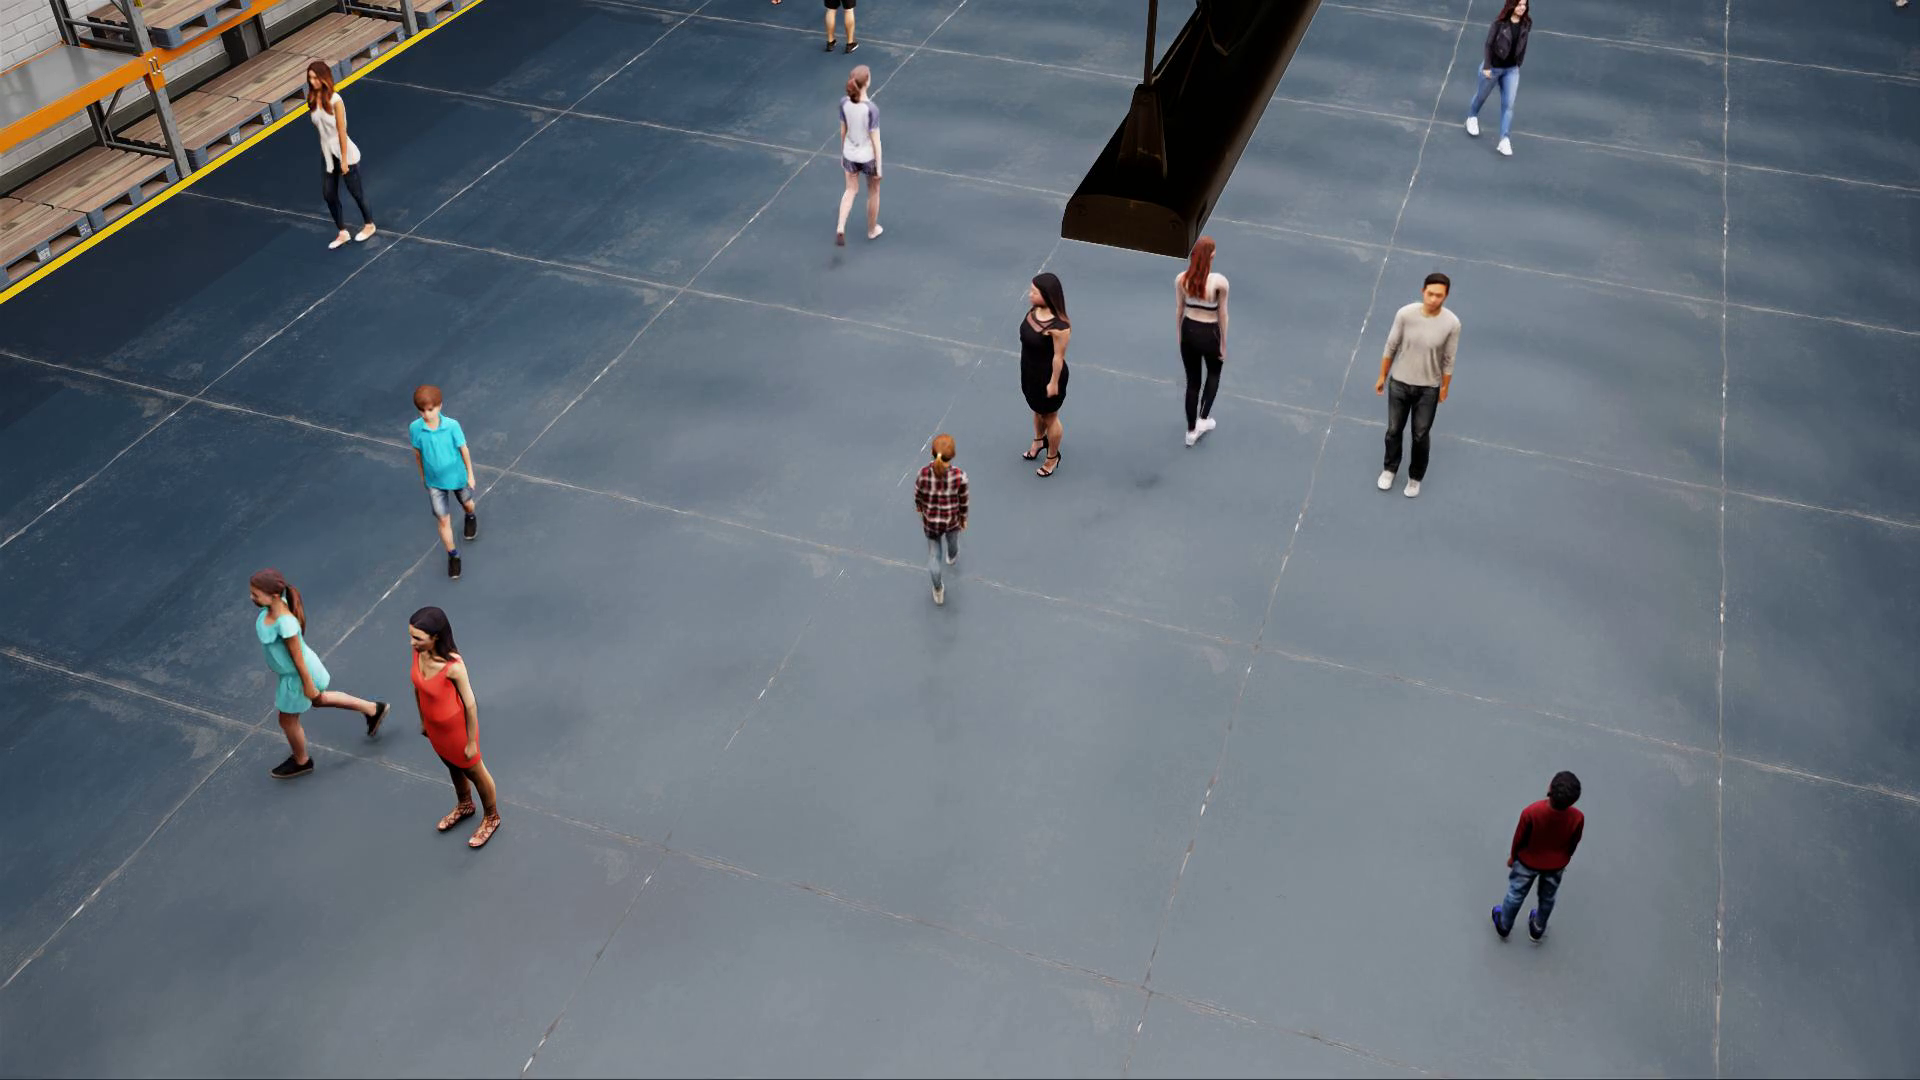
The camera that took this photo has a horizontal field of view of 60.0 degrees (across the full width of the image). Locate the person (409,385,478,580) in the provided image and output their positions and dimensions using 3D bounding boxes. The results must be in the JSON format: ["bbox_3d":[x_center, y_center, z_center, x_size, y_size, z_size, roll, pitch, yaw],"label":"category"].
[{"bbox_3d":[-3.646,-0.508,11.837,0.830,1.418,1.015,-6,39,-7],"label":"person"}]

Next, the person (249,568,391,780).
[{"bbox_3d":[-3.962,0.770,10.142,1.053,1.535,0.966,-18,42,-21],"label":"person"}]

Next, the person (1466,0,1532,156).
[{"bbox_3d":[5.527,-4.863,17.148,0.924,1.595,1.166,-4,39,-5],"label":"person"}]

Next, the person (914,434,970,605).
[{"bbox_3d":[-0.132,-0.123,11.469,0.704,1.274,0.929,1,39,1],"label":"person"}]

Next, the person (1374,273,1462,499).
[{"bbox_3d":[3.393,-1.208,12.401,0.679,1.807,0.618,16,41,19],"label":"person"}]

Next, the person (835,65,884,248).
[{"bbox_3d":[-0.952,-3.488,15.306,0.600,1.746,0.910,15,41,18],"label":"person"}]

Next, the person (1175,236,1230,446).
[{"bbox_3d":[1.801,-1.481,12.807,0.641,1.728,0.645,19,42,22],"label":"person"}]

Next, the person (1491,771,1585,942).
[{"bbox_3d":[3.200,1.744,9.148,0.547,1.254,0.559,2,39,2],"label":"person"}]

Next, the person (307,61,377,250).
[{"bbox_3d":[-5.688,-3.597,15.425,0.620,1.768,0.752,16,41,19],"label":"person"}]

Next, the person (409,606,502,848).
[{"bbox_3d":[-2.943,1.064,9.627,0.627,1.719,0.589,21,43,24],"label":"person"}]

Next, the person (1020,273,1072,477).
[{"bbox_3d":[0.647,-1.253,12.529,0.818,1.718,0.742,-13,40,-15],"label":"person"}]

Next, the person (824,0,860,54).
[{"bbox_3d":[-1.380,-6.452,19.048,0.608,1.706,0.525,11,40,14],"label":"person"}]
